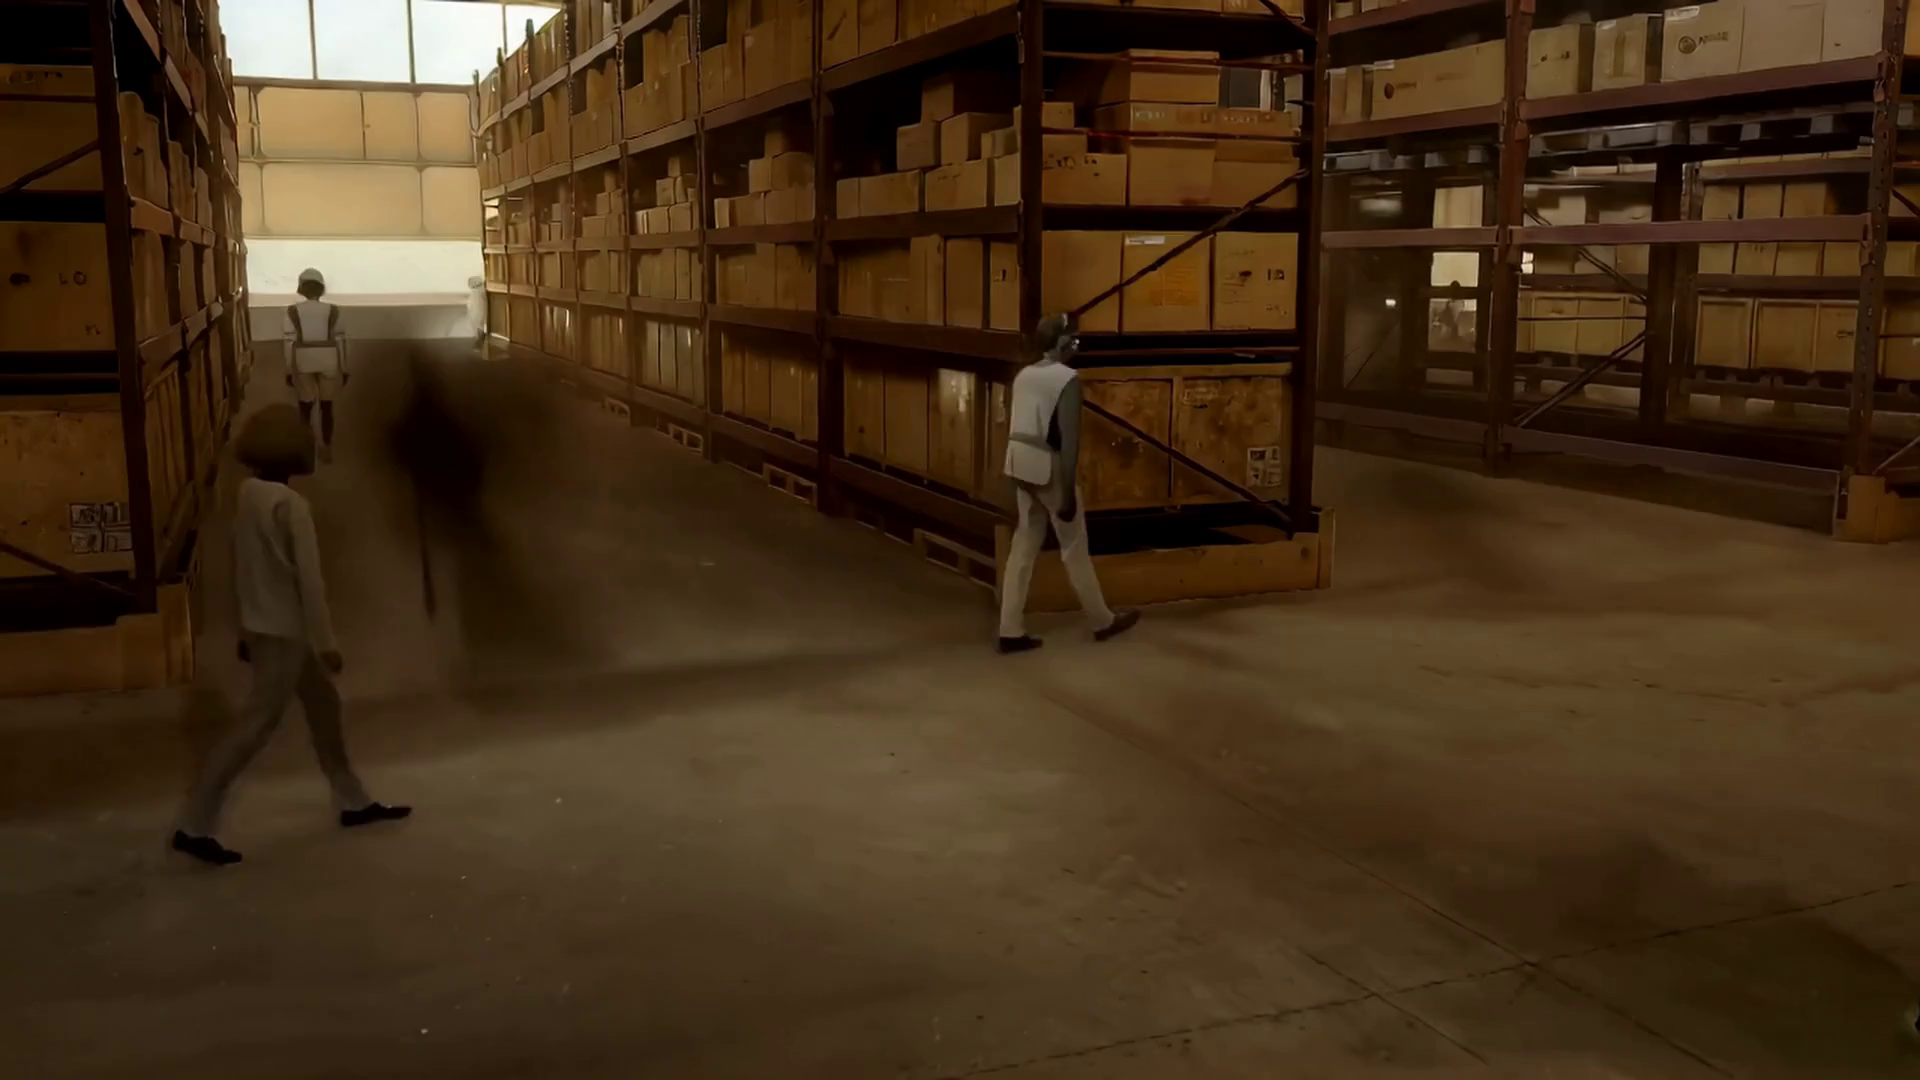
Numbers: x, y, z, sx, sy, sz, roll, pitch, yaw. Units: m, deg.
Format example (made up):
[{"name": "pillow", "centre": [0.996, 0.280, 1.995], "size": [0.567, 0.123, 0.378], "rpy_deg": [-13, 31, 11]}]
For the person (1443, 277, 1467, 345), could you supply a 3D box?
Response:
[{"name": "person", "centre": [12.549, -5.806, 42.135], "size": [0.581, 1.696, 0.633], "rpy_deg": [6, 11, 33]}]

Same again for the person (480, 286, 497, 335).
[{"name": "person", "centre": [-10.489, -5.030, 37.173], "size": [0.448, 1.814, 0.722], "rpy_deg": [-7, 12, -38]}]

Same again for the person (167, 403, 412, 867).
[{"name": "person", "centre": [-2.388, 0.316, 5.805], "size": [0.846, 1.593, 0.513], "rpy_deg": [-7, 12, -36]}]

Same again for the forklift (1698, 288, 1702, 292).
[{"name": "forklift", "centre": [12.663, -4.025, 27.970], "size": [1.129, 2.768, 1.873], "rpy_deg": [-4, 10, -22]}]

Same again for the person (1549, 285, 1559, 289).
[{"name": "person", "centre": [14.059, -5.319, 39.165], "size": [0.723, 1.726, 0.566], "rpy_deg": [-1, 9, -3]}]

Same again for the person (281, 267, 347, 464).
[{"name": "person", "centre": [-6.622, -1.783, 17.100], "size": [0.607, 2.026, 0.437], "rpy_deg": [-4, 10, -20]}]

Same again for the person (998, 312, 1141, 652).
[{"name": "person", "centre": [0.546, -0.305, 8.916], "size": [0.894, 1.797, 0.599], "rpy_deg": [-6, 11, -33]}]

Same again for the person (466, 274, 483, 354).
[{"name": "person", "centre": [-10.891, -5.111, 37.696], "size": [0.576, 1.807, 0.607], "rpy_deg": [0, 9, -3]}]
